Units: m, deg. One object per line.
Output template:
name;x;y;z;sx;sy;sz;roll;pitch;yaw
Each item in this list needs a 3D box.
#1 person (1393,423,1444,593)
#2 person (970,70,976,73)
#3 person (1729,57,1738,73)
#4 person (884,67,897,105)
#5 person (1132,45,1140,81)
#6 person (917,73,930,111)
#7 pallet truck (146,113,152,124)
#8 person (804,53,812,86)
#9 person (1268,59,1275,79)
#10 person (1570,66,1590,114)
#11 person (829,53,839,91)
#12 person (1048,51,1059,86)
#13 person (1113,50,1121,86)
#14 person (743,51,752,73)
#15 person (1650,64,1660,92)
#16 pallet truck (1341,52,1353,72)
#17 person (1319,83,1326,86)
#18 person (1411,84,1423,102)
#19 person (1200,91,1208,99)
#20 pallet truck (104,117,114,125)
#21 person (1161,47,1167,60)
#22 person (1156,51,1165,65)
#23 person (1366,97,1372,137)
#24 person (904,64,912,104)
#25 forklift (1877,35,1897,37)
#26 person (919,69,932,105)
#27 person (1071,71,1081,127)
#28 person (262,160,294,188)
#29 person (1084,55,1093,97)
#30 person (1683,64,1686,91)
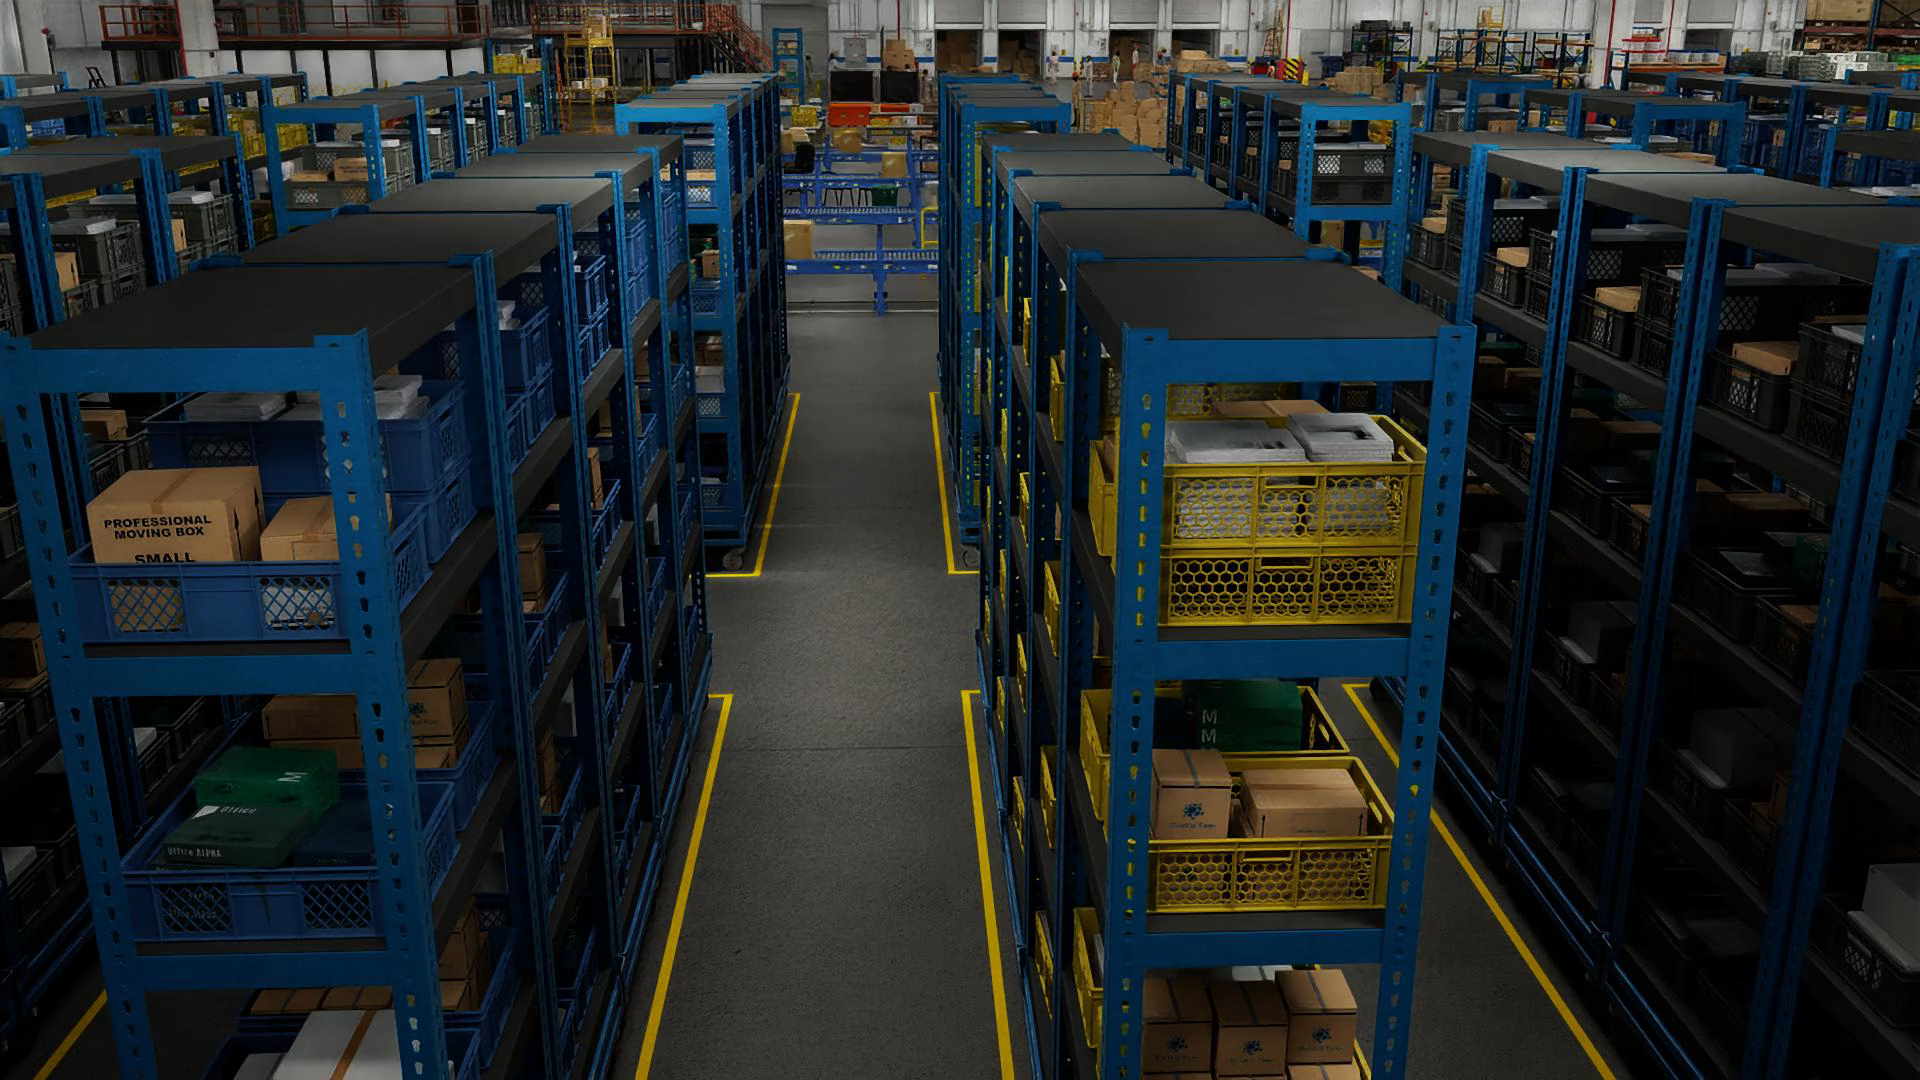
person;3.212;-0.050;11.138;0.806;1.811;0.585;-2;18;-7
person;0.570;-16.595;62.187;0.547;1.900;0.614;-5;18;-14
person;35.799;-21.393;77.009;0.625;1.912;0.624;-1;18;-2
person;-2.802;-17.687;65.544;1.003;1.906;0.621;14;23;37
person;10.052;-27.248;94.998;0.389;1.996;0.612;-6;19;-17
person;-1.416;-17.066;63.916;0.873;1.730;0.527;3;18;8
pallet truck;-18.087;-8.309;36.390;1.885;1.965;0.823;-1;18;-4
person;-8.102;-25.223;89.173;0.489;1.729;0.546;8;20;24
person;15.040;-22.379;80.426;0.321;1.690;0.533;12;22;33
person;23.854;-17.255;64.002;0.692;2.000;0.966;0;18;1
person;-6.428;-23.752;84.387;0.461;1.865;0.598;8;20;24
person;5.044;-25.350;89.402;0.636;1.819;0.675;-10;21;-29
person;8.458;-25.474;89.755;0.430;1.845;0.624;3;18;9
person;-11.128;-24.523;86.690;0.540;1.913;0.621;-12;21;-33
person;30.668;-20.148;73.315;0.588;1.832;1.007;0;18;-1
pallet truck;18.794;-23.123;82.231;0.823;1.965;1.885;-13;22;-35
person;12.324;-14.704;56.688;0.545;1.689;0.328;5;18;14
person;15.697;-14.832;56.939;0.950;1.779;0.597;3;18;10
person;8.517;-15.056;57.404;0.857;1.901;0.563;-5;19;-14
pallet truck;-18.367;-7.885;35.078;1.885;1.965;0.823;1;18;2
person;11.566;-26.889;94.038;0.870;1.892;0.606;-4;18;-12
person;10.214;-23.912;84.792;0.505;1.926;0.547;-16;24;-41
person;12.174;-12.565;50.165;0.499;1.617;0.398;-2;18;-5
person;-2.197;-19.144;70.163;0.340;1.845;0.513;9;20;26
forklift;44.183;-22.805;79.833;1.129;2.768;1.873;-1;18;-2
person;-1.343;-17.432;64.905;0.502;1.833;0.979;2;18;7
person;4.169;-15.874;59.895;0.375;1.939;0.546;-5;19;-14
person;-13.691;-7.275;33.404;0.640;1.870;0.932;-13;22;-36
person;6.097;-21.873;78.458;0.372;1.939;0.629;-1;18;-3
person;32.197;-20.452;74.076;0.585;1.929;0.370;10;21;29
